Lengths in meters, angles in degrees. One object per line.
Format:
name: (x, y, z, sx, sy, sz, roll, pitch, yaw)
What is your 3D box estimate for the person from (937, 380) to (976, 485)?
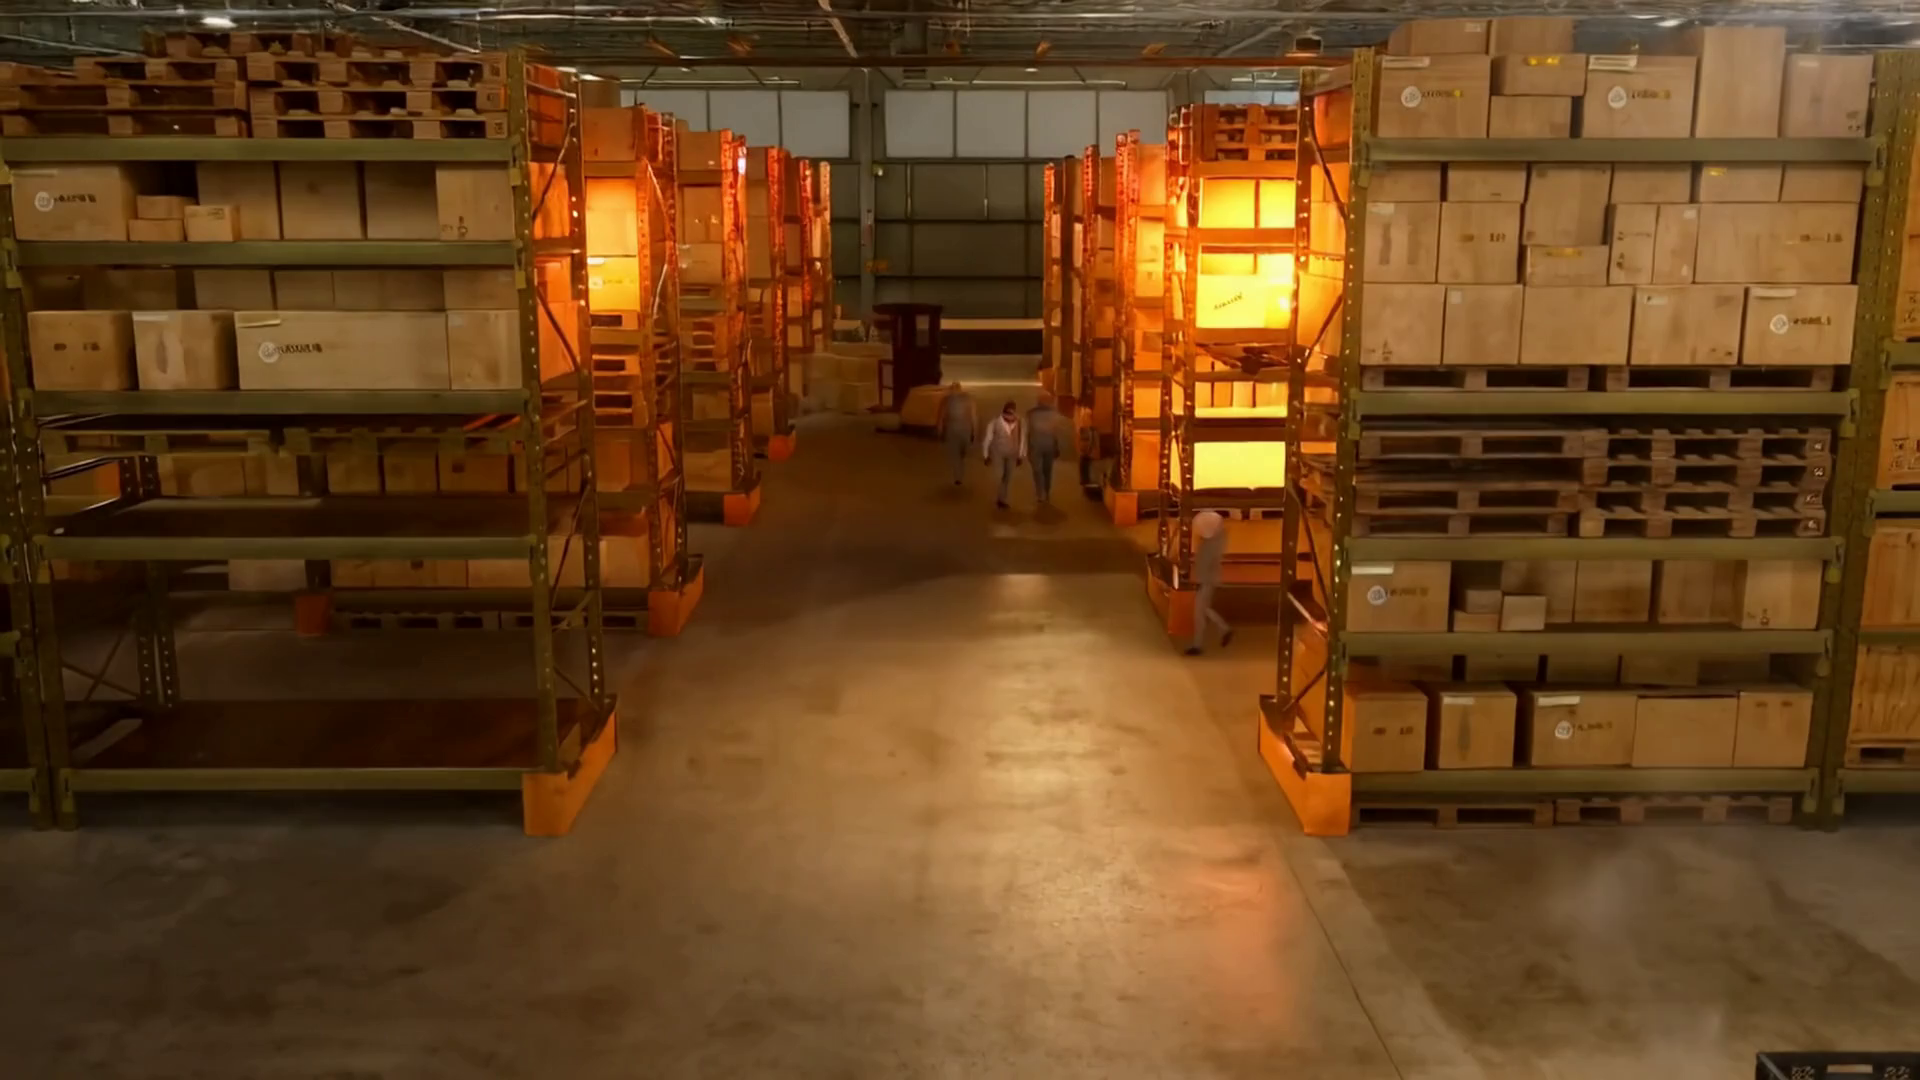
person: (-0.089, -1.955, 29.898, 0.682, 1.860, 0.947, -2, 12, -12)

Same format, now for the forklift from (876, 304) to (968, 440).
forklift: (-0.795, -3.656, 35.818, 1.129, 2.768, 1.873, -11, 16, -43)

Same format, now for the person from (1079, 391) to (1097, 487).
person: (2.281, -1.793, 29.532, 0.317, 1.695, 0.540, -2, 12, -8)

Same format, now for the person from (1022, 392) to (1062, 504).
person: (1.384, -1.555, 27.961, 0.644, 1.866, 0.984, -1, 11, -5)

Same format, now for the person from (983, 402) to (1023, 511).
person: (0.736, -1.373, 27.255, 0.656, 1.773, 0.874, -3, 12, -15)

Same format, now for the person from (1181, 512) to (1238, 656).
person: (2.788, 0.487, 18.430, 0.567, 1.614, 0.530, 1, 11, 5)
